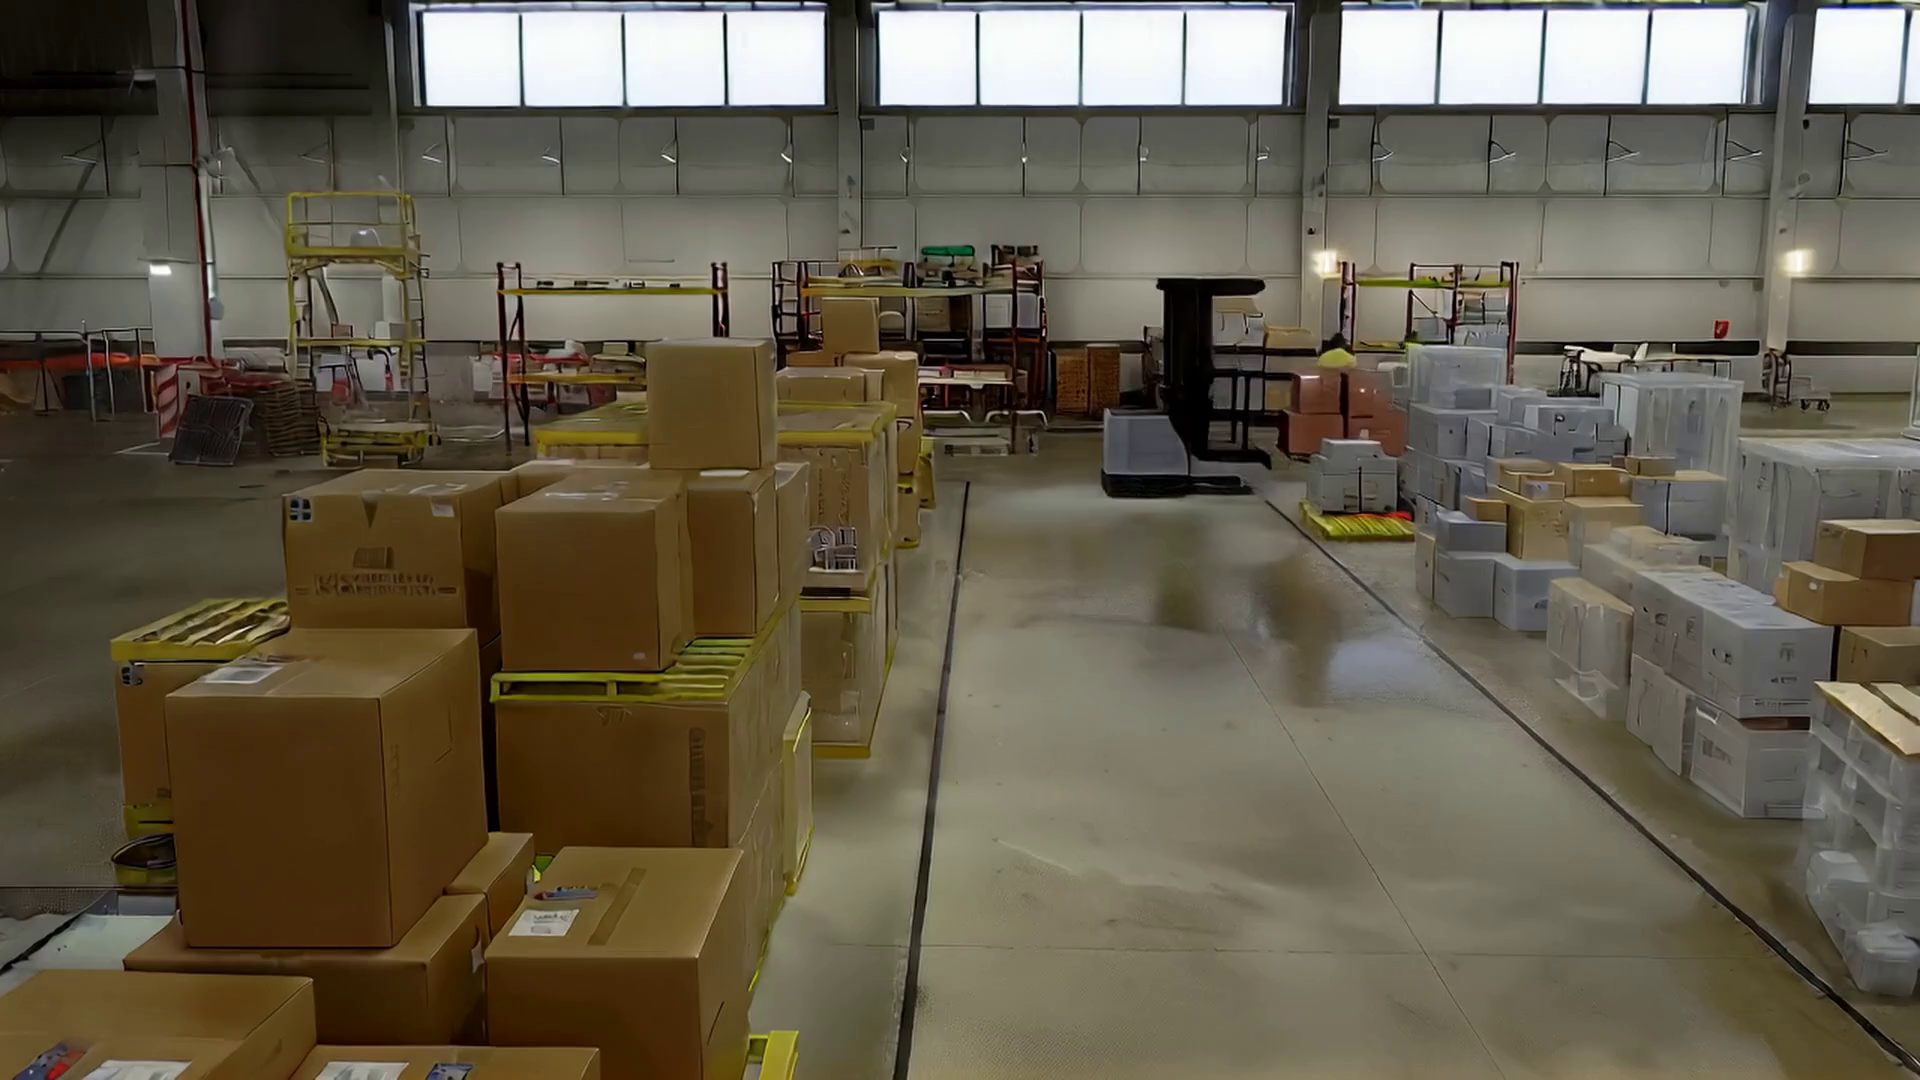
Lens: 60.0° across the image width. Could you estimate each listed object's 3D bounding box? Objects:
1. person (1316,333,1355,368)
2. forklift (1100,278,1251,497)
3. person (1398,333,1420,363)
[{"bbox_3d":[5.921,-2.322,26.449,0.649,1.913,0.697,5,11,28],"label":"person"},{"bbox_3d":[2.810,-2.008,21.660,1.873,2.768,1.129,0,9,1],"label":"forklift"},{"bbox_3d":[7.279,-2.361,26.667,0.563,1.914,0.609,-3,10,-17],"label":"person"}]
